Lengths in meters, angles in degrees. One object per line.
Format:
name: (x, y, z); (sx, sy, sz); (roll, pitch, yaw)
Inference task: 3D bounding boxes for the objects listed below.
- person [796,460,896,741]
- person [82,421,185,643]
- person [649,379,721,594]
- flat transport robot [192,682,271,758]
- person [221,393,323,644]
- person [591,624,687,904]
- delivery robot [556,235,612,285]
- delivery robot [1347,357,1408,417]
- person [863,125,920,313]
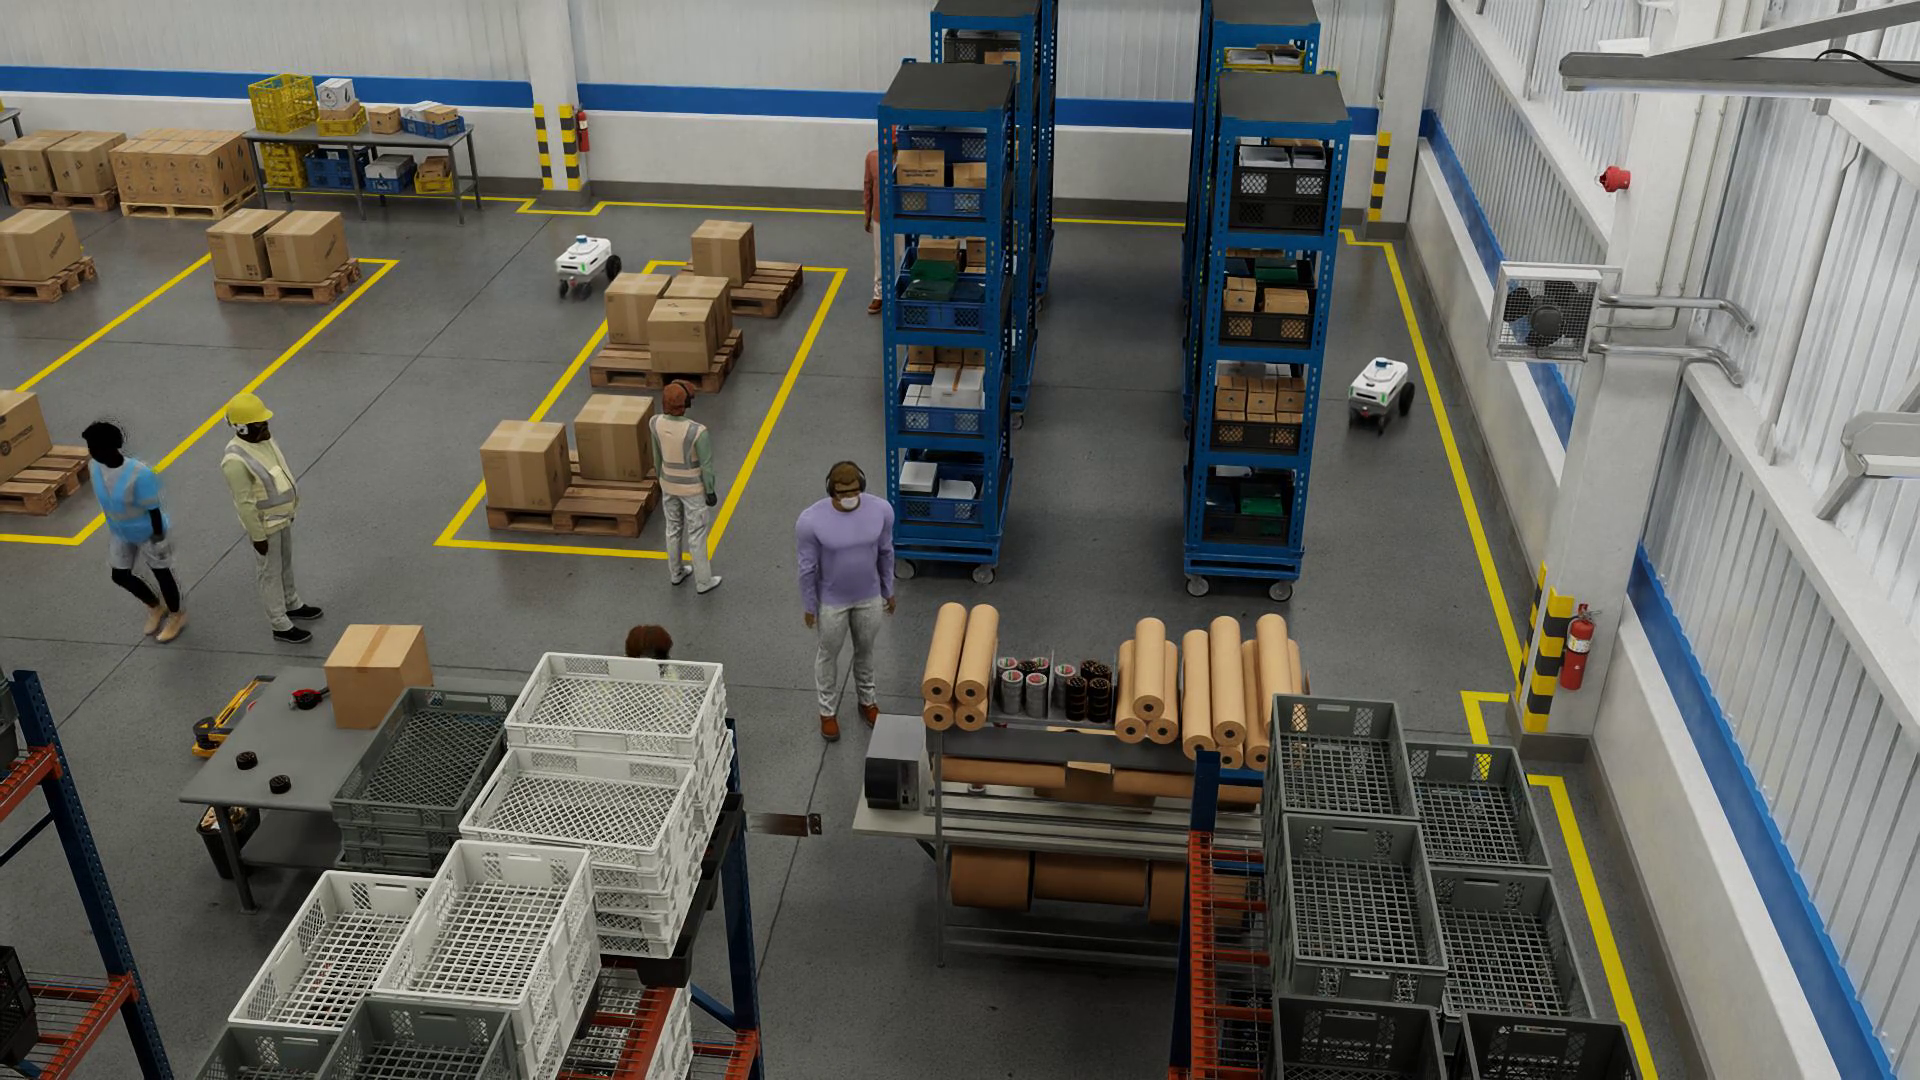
person: (-0.691, 0.355, 10.391); (0.629, 1.939, 0.372); (-11, 32, -18)
person: (-5.612, -0.050, 11.327); (0.550, 1.680, 0.371); (7, 31, 11)
person: (-1.979, -0.377, 11.951); (0.514, 1.634, 0.313); (16, 34, 25)
flat transport robot: (-4.089, 1.163, 10.648); (1.431, 0.197, 0.652); (3, 30, 6)
person: (-4.720, -0.168, 11.391); (0.403, 1.835, 0.588); (-1, 30, -2)
person: (-1.677, 1.279, 8.936); (0.430, 1.815, 0.688); (17, 34, 26)
delivery robot: (-3.912, -2.932, 17.311); (0.477, 0.478, 0.707); (7, 31, 12)
delivery robot: (3.680, -1.367, 14.623); (0.477, 0.478, 0.707); (16, 34, 26)
person: (-0.667, -3.186, 16.427); (0.610, 1.986, 0.392); (8, 31, 13)
